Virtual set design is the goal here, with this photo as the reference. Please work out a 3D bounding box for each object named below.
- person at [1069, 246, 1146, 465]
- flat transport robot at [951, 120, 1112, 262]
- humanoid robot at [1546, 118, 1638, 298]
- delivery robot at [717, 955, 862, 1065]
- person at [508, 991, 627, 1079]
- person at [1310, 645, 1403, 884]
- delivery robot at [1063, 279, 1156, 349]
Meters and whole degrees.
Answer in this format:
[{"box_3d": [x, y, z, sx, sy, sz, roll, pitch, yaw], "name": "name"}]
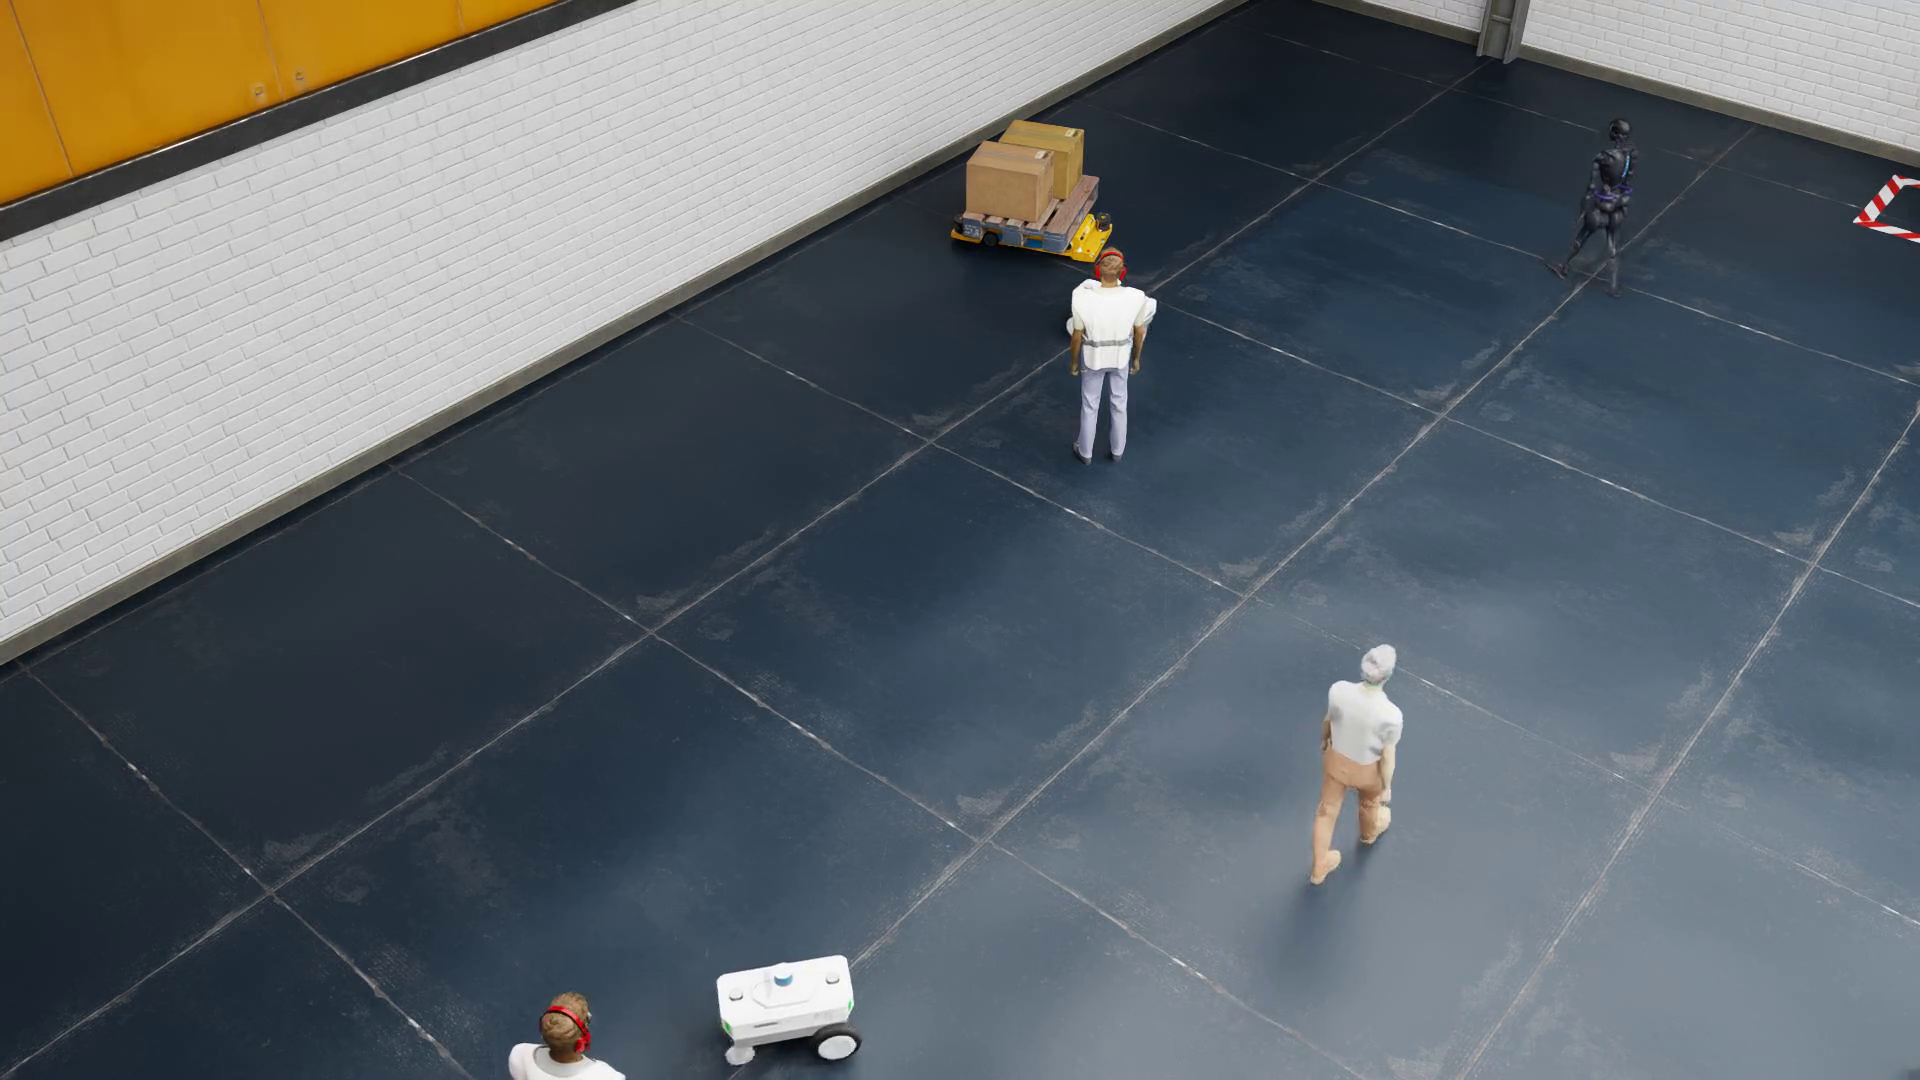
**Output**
[{"box_3d": [1.113, -1.376, 12.738, 0.563, 1.845, 0.390, -4, 39, -4], "name": "person"}, {"box_3d": [0.693, -3.013, 16.026, 1.431, 0.231, 0.659, 13, 41, 15], "name": "flat transport robot"}, {"box_3d": [5.800, -3.004, 14.929, 0.586, 1.621, 0.785, -20, 43, -23], "name": "humanoid robot"}, {"box_3d": [-0.920, 2.499, 8.955, 0.789, 0.593, 0.499, -7, 39, -9], "name": "delivery robot"}, {"box_3d": [-1.718, 2.750, 7.629, 0.562, 1.833, 0.408, 12, 40, 15], "name": "person"}, {"box_3d": [2.346, 1.220, 9.614, 0.510, 1.717, 0.800, 25, 45, 28], "name": "person"}, {"box_3d": [1.306, -1.996, 14.546, 0.778, 0.607, 0.524, 22, 44, 25], "name": "delivery robot"}]
